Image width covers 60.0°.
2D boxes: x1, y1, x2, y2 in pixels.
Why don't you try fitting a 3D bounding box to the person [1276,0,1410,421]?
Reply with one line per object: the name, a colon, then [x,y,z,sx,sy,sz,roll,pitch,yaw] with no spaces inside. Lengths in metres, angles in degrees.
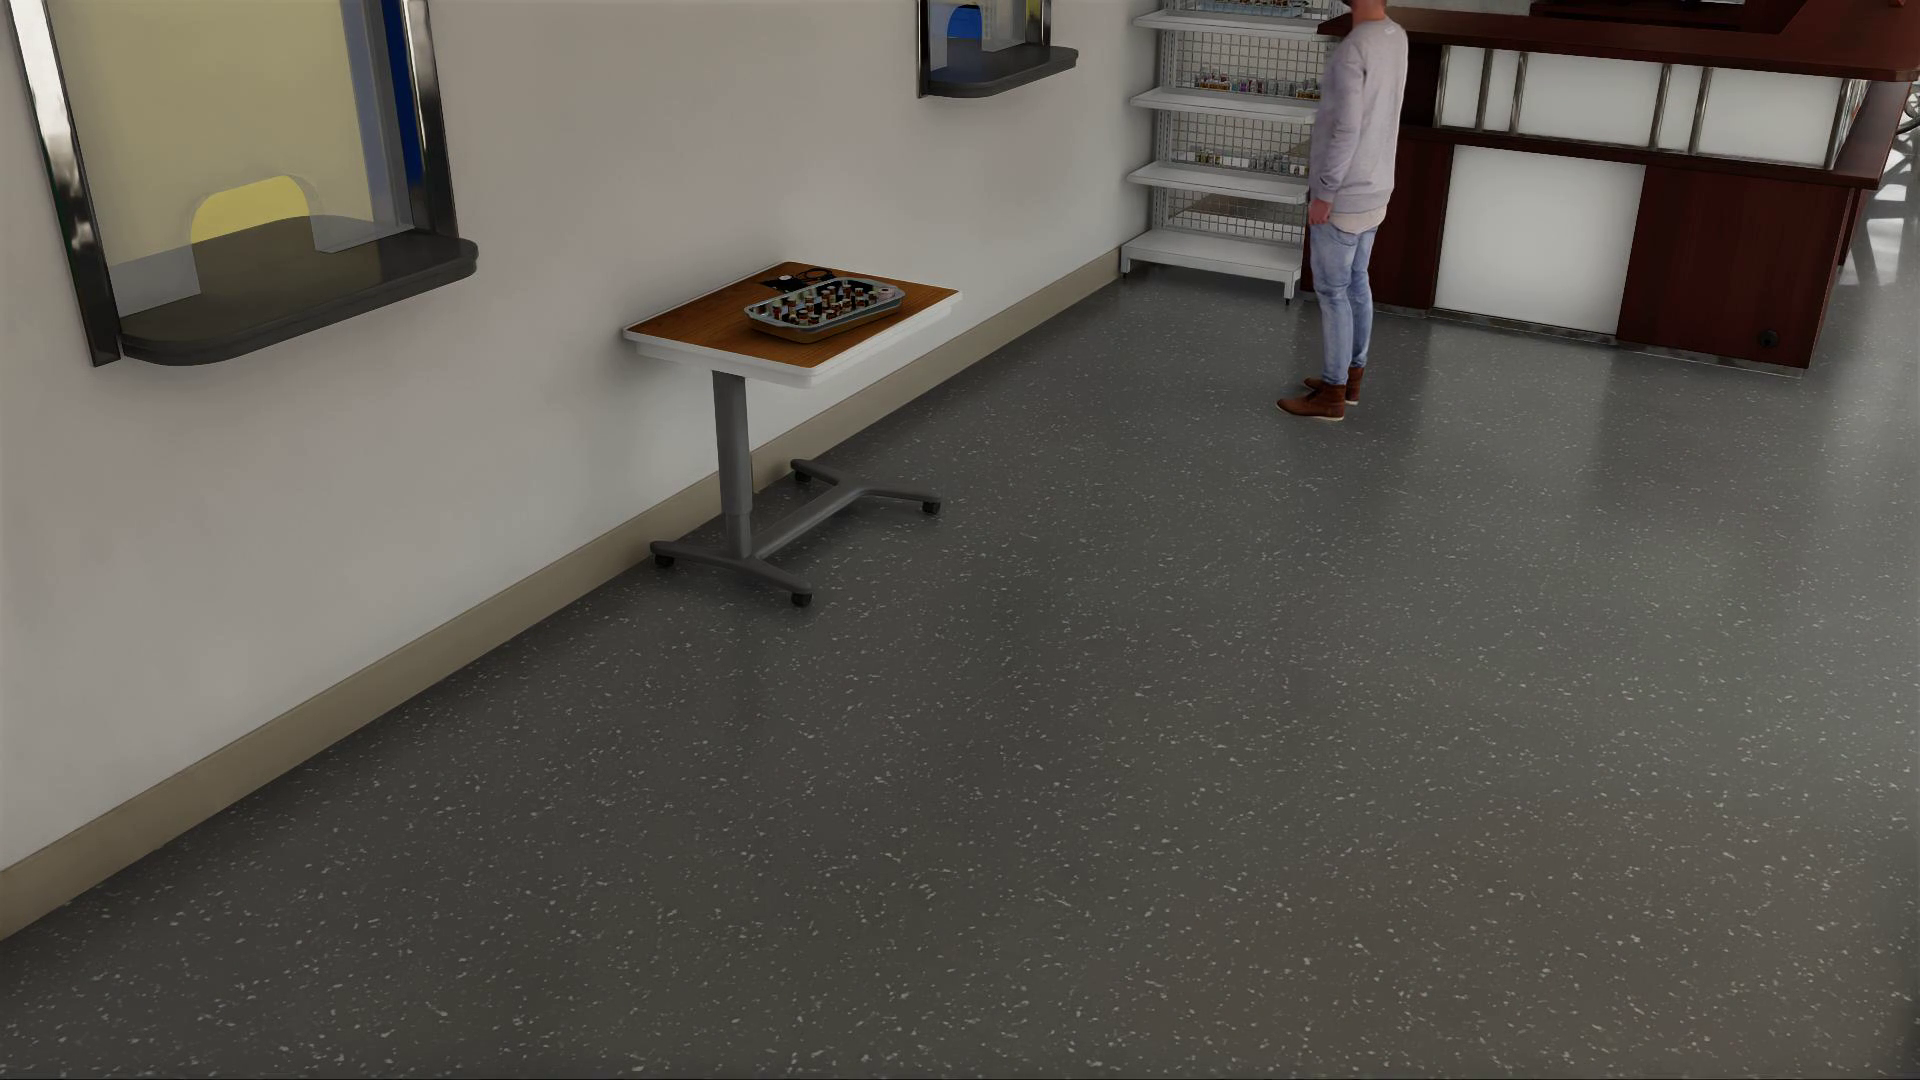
person: [1.519,-1.375,6.450,0.584,1.841,0.700,17,31,31]
